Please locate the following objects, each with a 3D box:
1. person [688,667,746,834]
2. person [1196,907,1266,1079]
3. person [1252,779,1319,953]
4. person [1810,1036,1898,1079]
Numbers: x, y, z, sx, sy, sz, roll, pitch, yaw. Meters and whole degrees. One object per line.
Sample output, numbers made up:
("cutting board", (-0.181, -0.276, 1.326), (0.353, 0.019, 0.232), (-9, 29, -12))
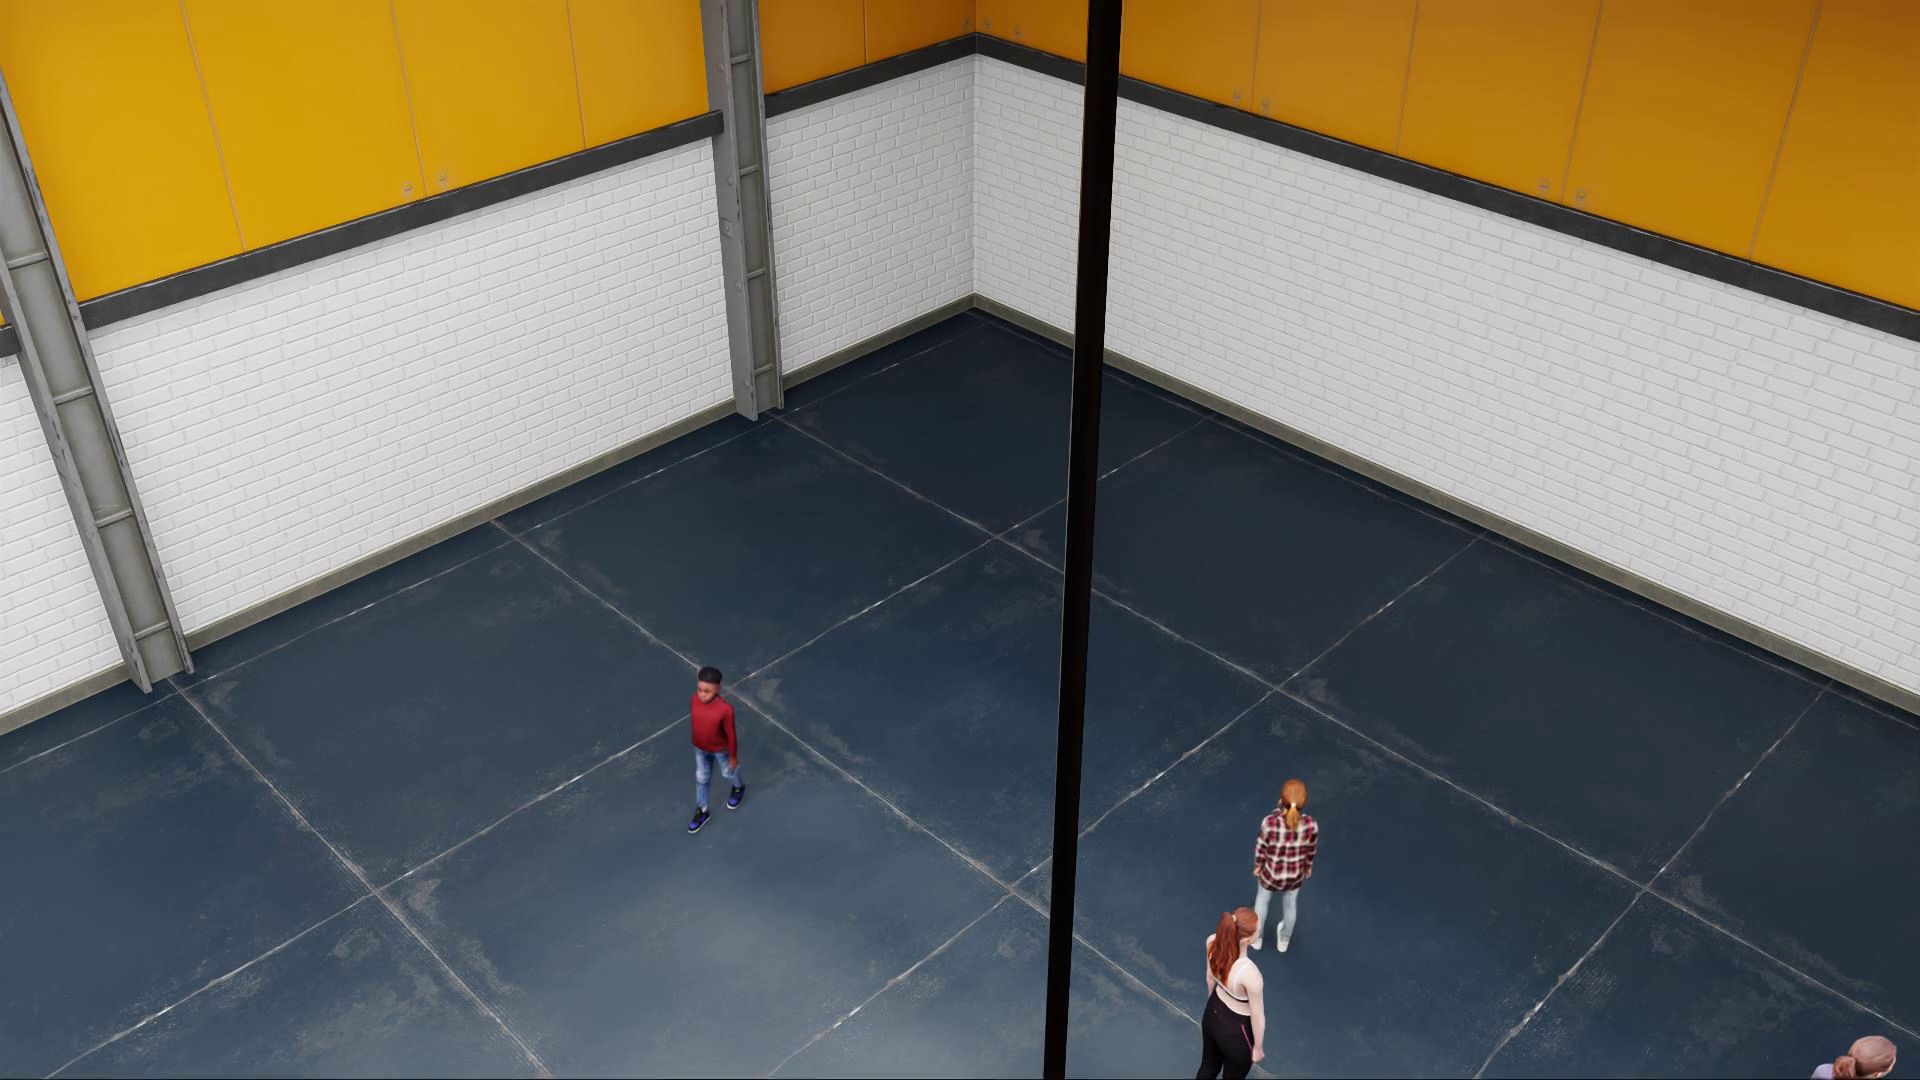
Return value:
("person", (-1.649, 1.366, 11.384), (0.672, 1.239, 0.836), (13, 36, 19))
("person", (1.451, 2.643, 9.010), (0.604, 1.740, 0.640), (-18, 37, -24))
("person", (2.004, 2.041, 10.315), (0.595, 1.298, 0.653), (1, 34, 1))
("person", (4.317, 3.093, 8.309), (0.648, 1.766, 0.650), (-15, 37, -22))
